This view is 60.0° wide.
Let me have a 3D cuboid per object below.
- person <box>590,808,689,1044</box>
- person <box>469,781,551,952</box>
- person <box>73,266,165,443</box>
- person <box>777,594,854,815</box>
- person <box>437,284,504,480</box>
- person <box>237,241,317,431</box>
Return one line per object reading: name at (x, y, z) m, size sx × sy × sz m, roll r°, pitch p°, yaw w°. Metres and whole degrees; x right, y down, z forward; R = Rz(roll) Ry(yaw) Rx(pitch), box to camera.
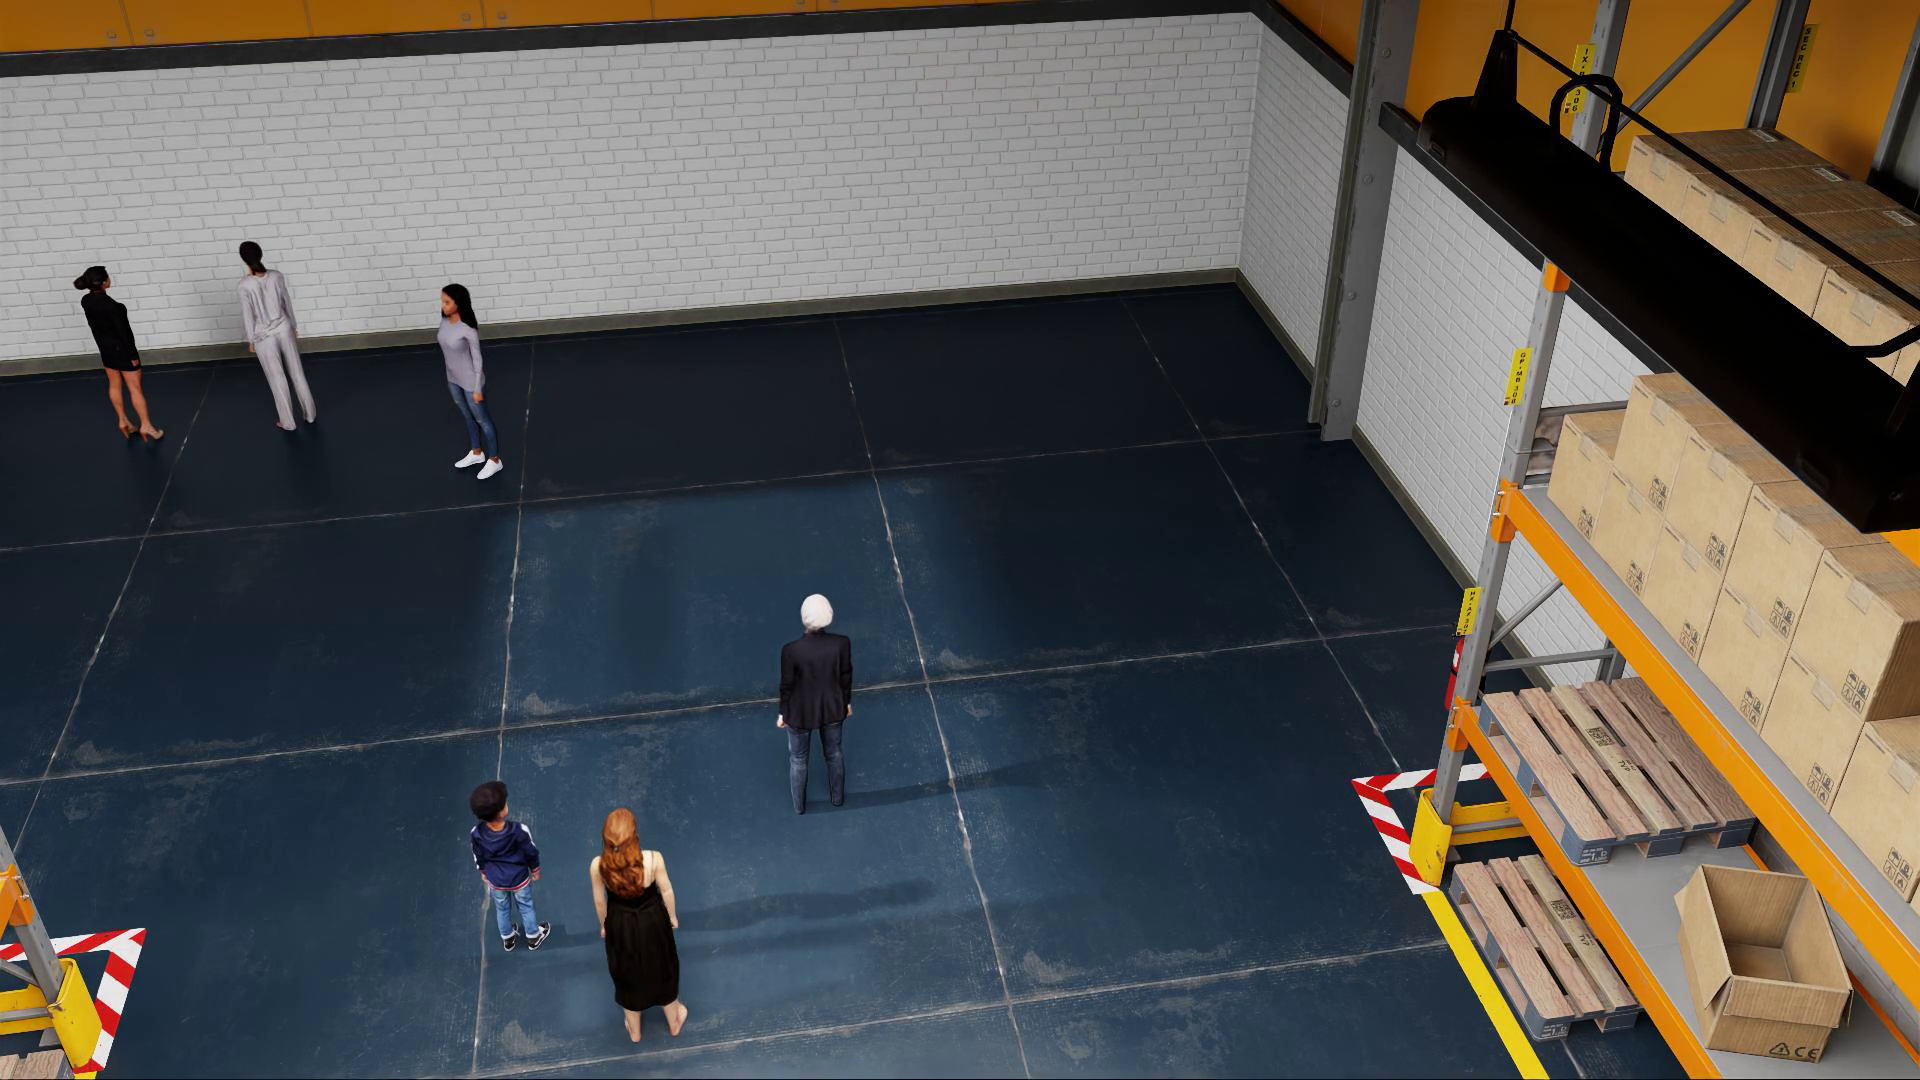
person at (-1.742, 2.082, 8.955) m, size 0.559 × 1.625 × 0.543 m, roll -5°, pitch 34°, yaw -8°
person at (-2.617, 1.896, 9.597) m, size 0.556 × 1.224 × 0.542 m, roll 1°, pitch 34°, yaw 2°
person at (-7.342, -1.618, 14.511) m, size 0.677 × 1.636 × 0.728 m, roll 12°, pitch 36°, yaw 18°
person at (-0.967, 1.085, 10.570) m, size 0.764 × 1.779 × 0.619 m, roll -10°, pitch 35°, yaw -15°
person at (-4.144, -1.355, 14.025) m, size 0.668 × 1.736 × 0.747 m, roll 25°, pitch 41°, yaw 33°
person at (-6.048, -1.801, 14.663) m, size 0.669 × 1.773 × 0.688 m, roll -28°, pitch 43°, yaw -36°
